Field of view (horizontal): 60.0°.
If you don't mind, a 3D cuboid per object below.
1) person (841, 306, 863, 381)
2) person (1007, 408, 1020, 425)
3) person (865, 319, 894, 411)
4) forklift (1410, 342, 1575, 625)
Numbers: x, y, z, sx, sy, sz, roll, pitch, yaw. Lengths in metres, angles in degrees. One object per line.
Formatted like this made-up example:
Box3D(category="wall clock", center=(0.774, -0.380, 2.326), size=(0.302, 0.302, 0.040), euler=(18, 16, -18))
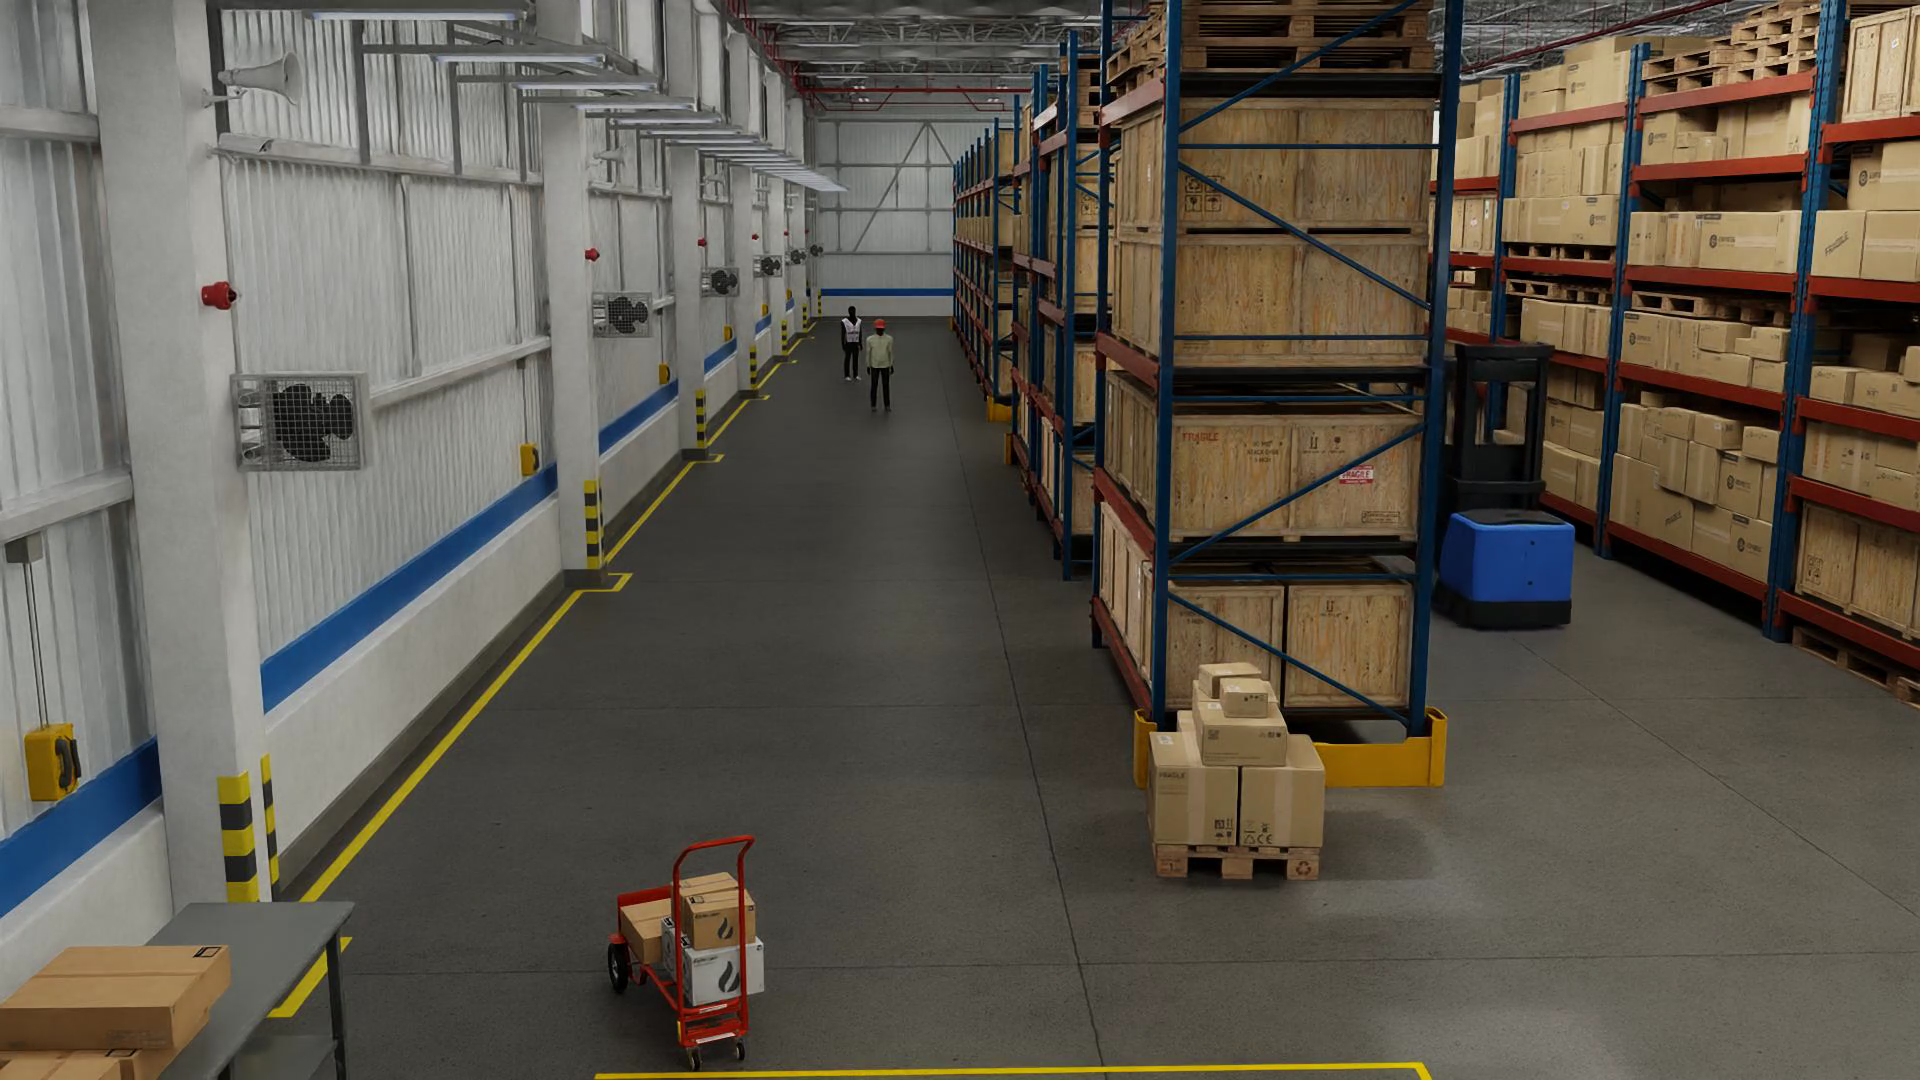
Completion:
Box3D(category="person", center=(-2.780, -5.026, 42.539), size=(0.589, 1.911, 0.387), euler=(-8, 13, -36))
Box3D(category="person", center=(1.471, -3.176, 33.052), size=(0.990, 1.857, 0.663), euler=(-1, 11, -4))
Box3D(category="person", center=(-1.717, -3.747, 35.686), size=(0.617, 1.986, 0.408), euler=(-3, 11, -14))
Box3D(category="forklift", center=(5.561, -0.646, 17.211), size=(1.129, 2.768, 1.873), euler=(0, 11, -2))
